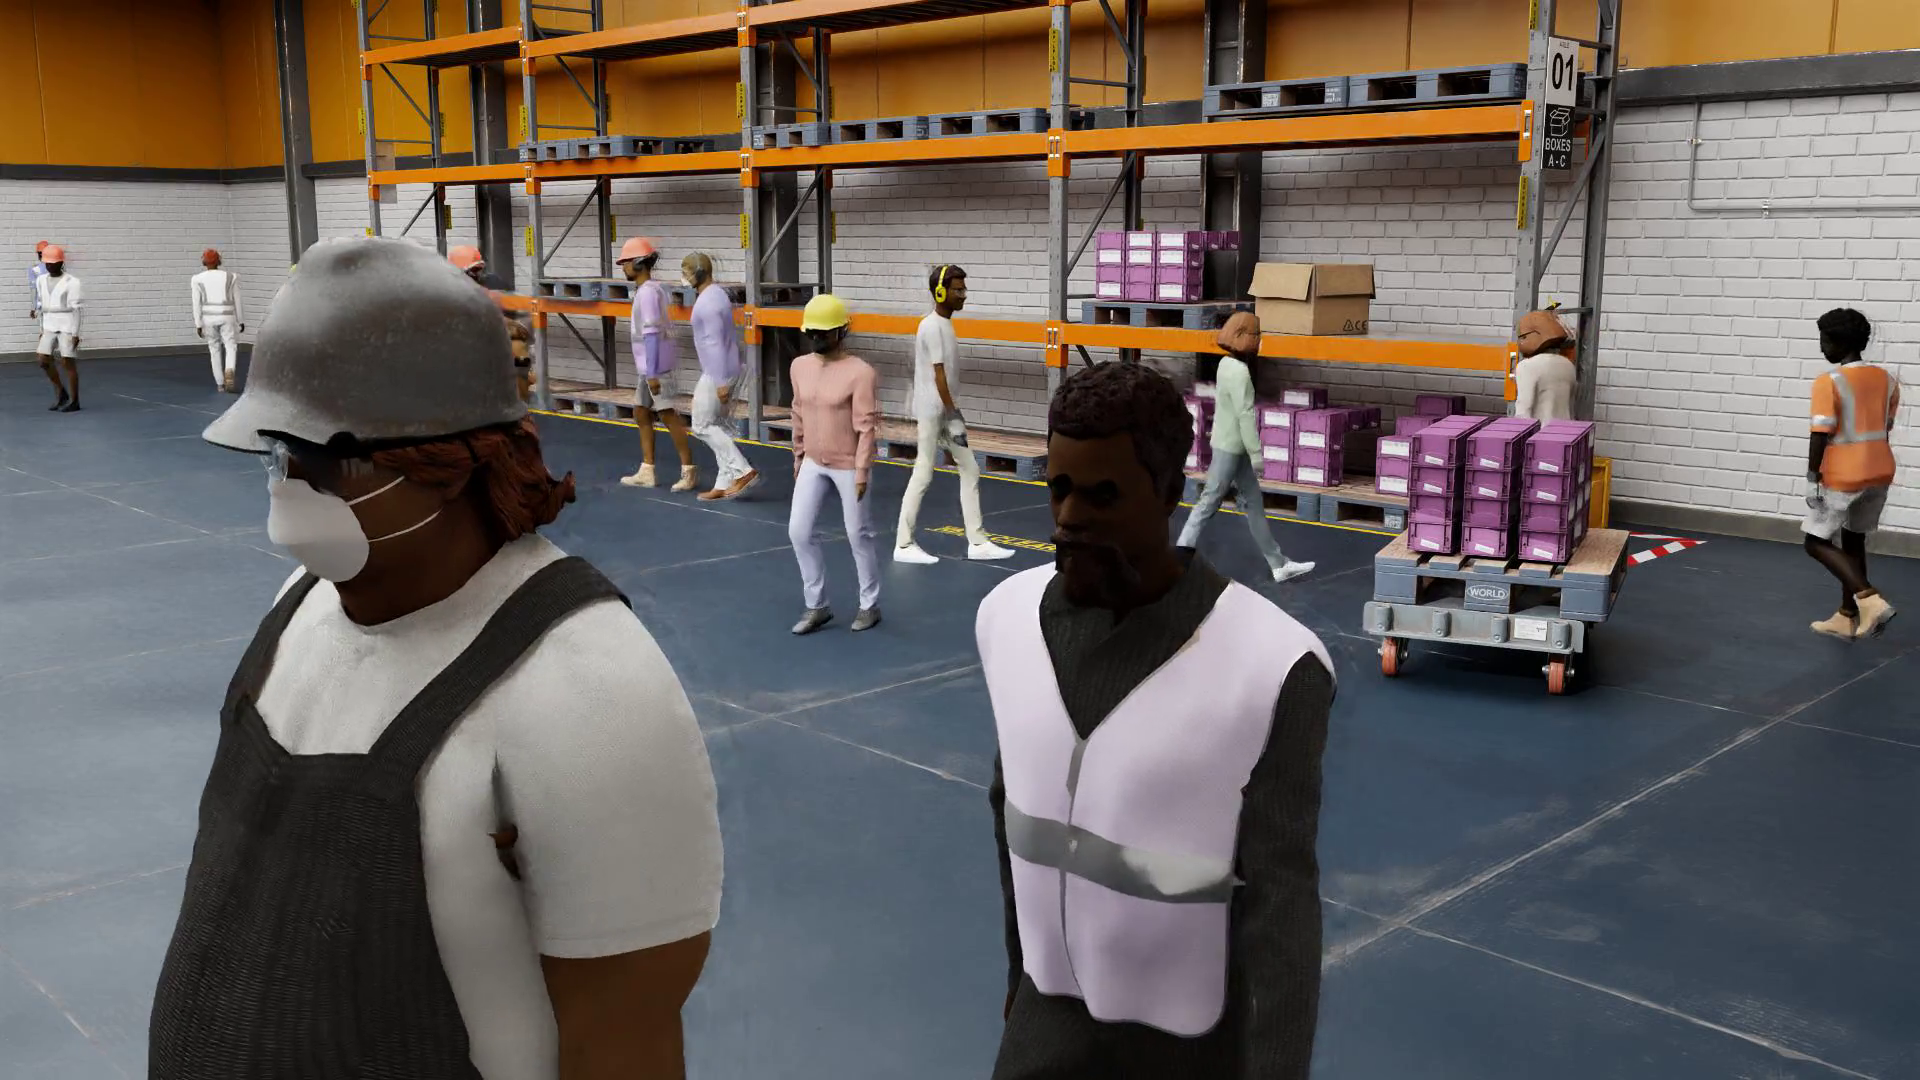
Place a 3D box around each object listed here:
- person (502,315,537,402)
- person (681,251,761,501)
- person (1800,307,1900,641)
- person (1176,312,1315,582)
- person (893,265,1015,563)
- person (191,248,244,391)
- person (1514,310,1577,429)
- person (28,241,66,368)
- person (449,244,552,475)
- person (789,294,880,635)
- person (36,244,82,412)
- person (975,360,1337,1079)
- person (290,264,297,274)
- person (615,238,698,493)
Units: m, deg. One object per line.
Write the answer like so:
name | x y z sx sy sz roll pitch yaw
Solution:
person | -1.223 0.276 4.661 0.849 1.809 0.536 -5 11 -23
person | -1.853 -1.220 12.571 0.451 1.914 0.633 0 10 -2
person | 4.383 -0.292 8.118 0.563 1.670 0.508 -5 11 -24
person | 1.620 -0.515 9.581 0.874 1.579 0.524 1 10 4
person | -0.032 -0.747 10.183 0.864 1.838 0.536 3 11 16
person | -9.552 -2.820 21.428 0.594 1.864 0.765 -4 11 -22
person | 3.208 -0.483 9.345 0.517 1.600 0.684 -6 12 -30
person | -13.889 -3.576 25.363 0.417 1.931 0.563 9 14 42
person | -3.575 -1.247 12.582 0.912 1.963 0.612 5 11 23
person | -0.643 -0.369 8.410 0.574 1.727 0.612 6 12 30
person | -10.304 -2.406 19.005 0.565 1.914 0.468 2 11 11
person | 0.286 0.660 2.452 0.598 1.868 1.001 8 13 39
person | -7.162 -2.160 18.214 0.495 1.721 0.731 -9 14 -41
person | -2.401 -1.377 13.214 0.635 2.005 0.657 -2 11 -10
